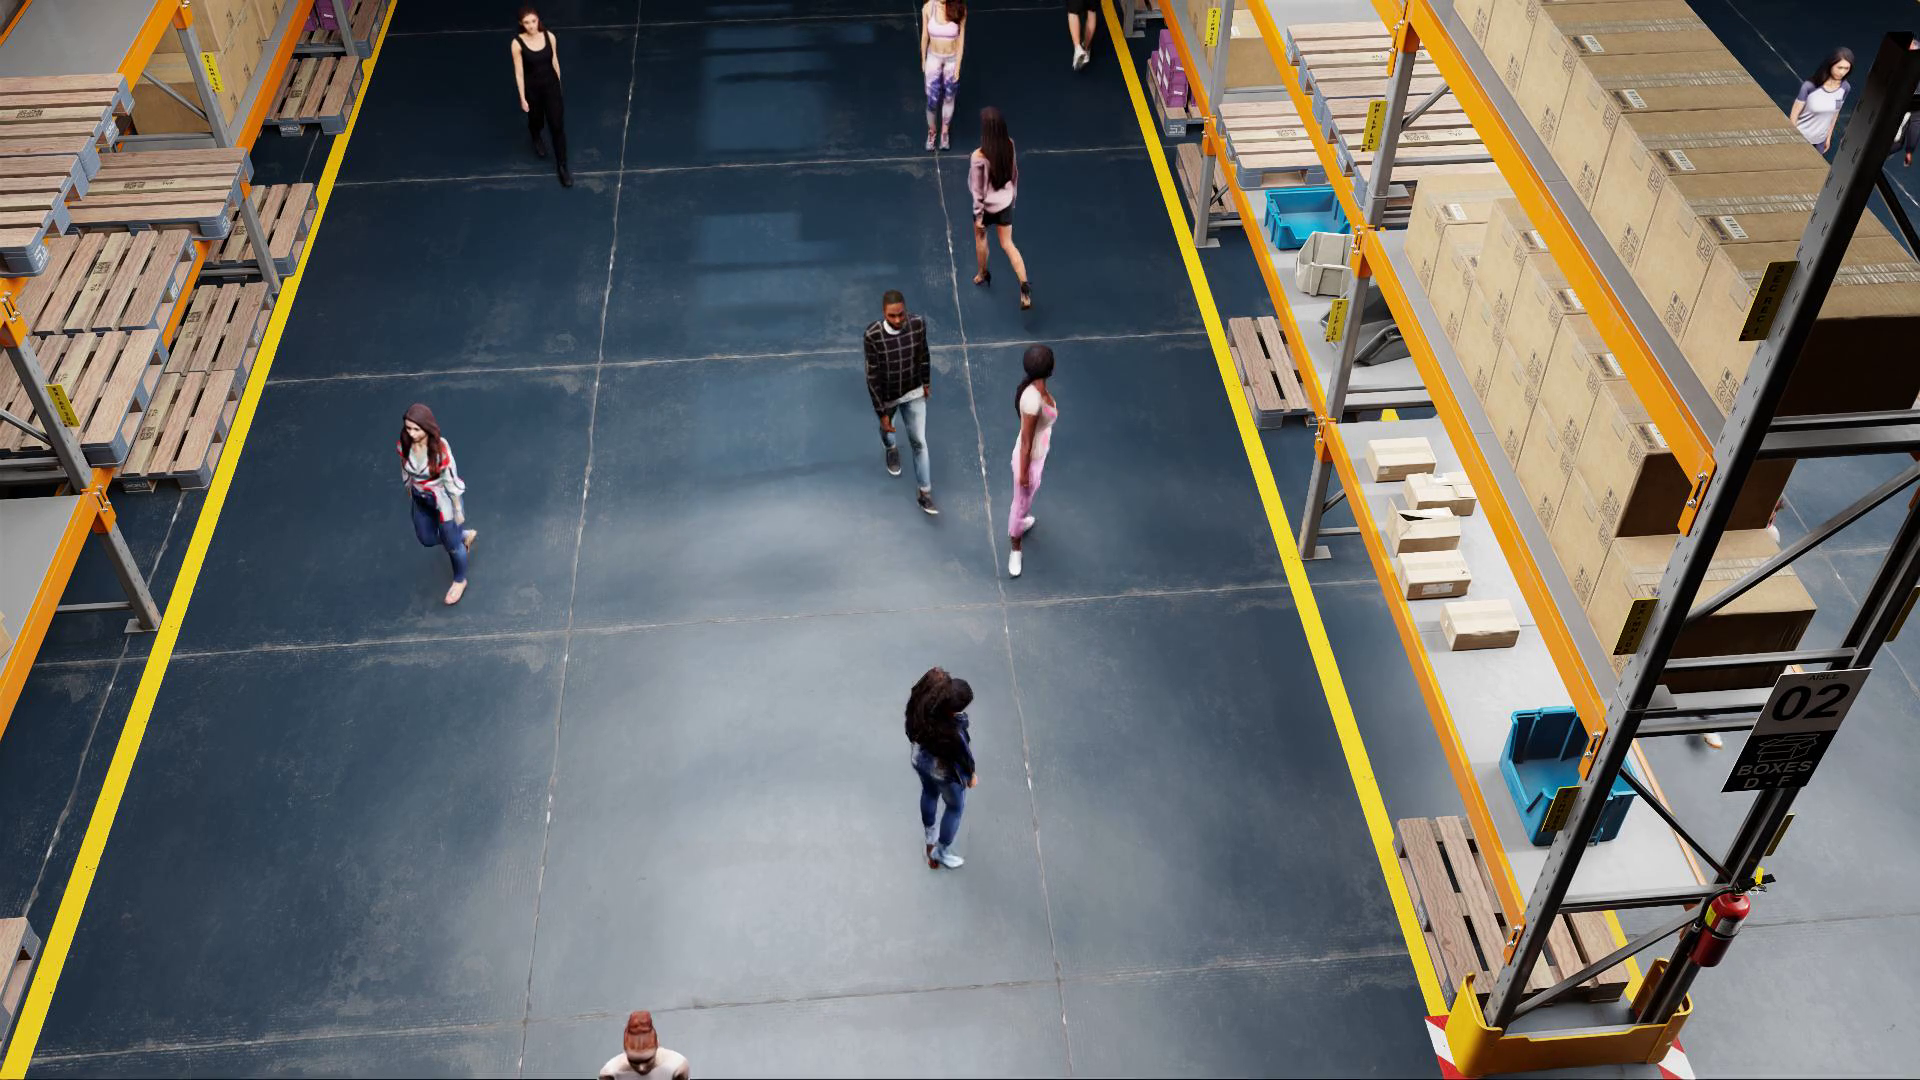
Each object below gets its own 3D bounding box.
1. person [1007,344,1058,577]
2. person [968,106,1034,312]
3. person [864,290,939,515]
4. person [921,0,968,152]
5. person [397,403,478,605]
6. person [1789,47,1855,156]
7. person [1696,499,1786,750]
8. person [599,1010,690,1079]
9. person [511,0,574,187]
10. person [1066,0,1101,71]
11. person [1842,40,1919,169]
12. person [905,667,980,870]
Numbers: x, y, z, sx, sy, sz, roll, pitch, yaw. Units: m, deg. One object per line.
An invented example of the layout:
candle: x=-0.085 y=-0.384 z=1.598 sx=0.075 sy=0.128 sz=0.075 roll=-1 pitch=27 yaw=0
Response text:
person: x=0.445 y=-0.534 z=11.408 sx=0.872 sy=1.720 sz=0.576 roll=16 pitch=46 yaw=16
person: x=0.338 y=-2.658 z=13.593 sx=0.977 sy=1.782 sz=1.178 roll=-25 pitch=49 yaw=-24
person: x=-0.488 y=-1.122 z=11.989 sx=0.801 sy=1.770 sz=1.223 roll=-12 pitch=45 yaw=-12
person: x=-0.142 y=-4.491 z=15.535 sx=0.597 sy=1.757 sz=0.632 roll=1 pitch=44 yaw=1
person: x=-3.498 y=-0.307 z=11.253 sx=0.766 sy=1.605 sz=0.868 roll=13 pitch=45 yaw=14
person: x=7.418 y=-3.529 z=14.561 sx=0.589 sy=1.707 sz=0.518 roll=-4 pitch=44 yaw=-4
person: x=4.668 y=0.307 z=10.428 sx=0.781 sy=1.854 sz=1.132 roll=3 pitch=44 yaw=3
person: x=-1.468 y=2.722 z=7.967 sx=0.635 sy=1.753 sz=1.096 roll=-1 pitch=44 yaw=-1
person: x=-3.857 y=-4.125 z=15.220 sx=0.901 sy=1.662 sz=1.165 roll=-21 pitch=47 yaw=-20
person: x=1.273 y=-5.580 z=16.608 sx=0.662 sy=1.853 sz=1.006 roll=-2 pitch=44 yaw=-2
person: x=7.905 y=-3.454 z=14.385 sx=0.815 sy=1.841 sz=1.237 roll=3 pitch=44 yaw=4
person: x=-0.132 y=1.265 z=9.595 sx=0.719 sy=1.616 sz=0.797 roll=21 pitch=47 yaw=21
